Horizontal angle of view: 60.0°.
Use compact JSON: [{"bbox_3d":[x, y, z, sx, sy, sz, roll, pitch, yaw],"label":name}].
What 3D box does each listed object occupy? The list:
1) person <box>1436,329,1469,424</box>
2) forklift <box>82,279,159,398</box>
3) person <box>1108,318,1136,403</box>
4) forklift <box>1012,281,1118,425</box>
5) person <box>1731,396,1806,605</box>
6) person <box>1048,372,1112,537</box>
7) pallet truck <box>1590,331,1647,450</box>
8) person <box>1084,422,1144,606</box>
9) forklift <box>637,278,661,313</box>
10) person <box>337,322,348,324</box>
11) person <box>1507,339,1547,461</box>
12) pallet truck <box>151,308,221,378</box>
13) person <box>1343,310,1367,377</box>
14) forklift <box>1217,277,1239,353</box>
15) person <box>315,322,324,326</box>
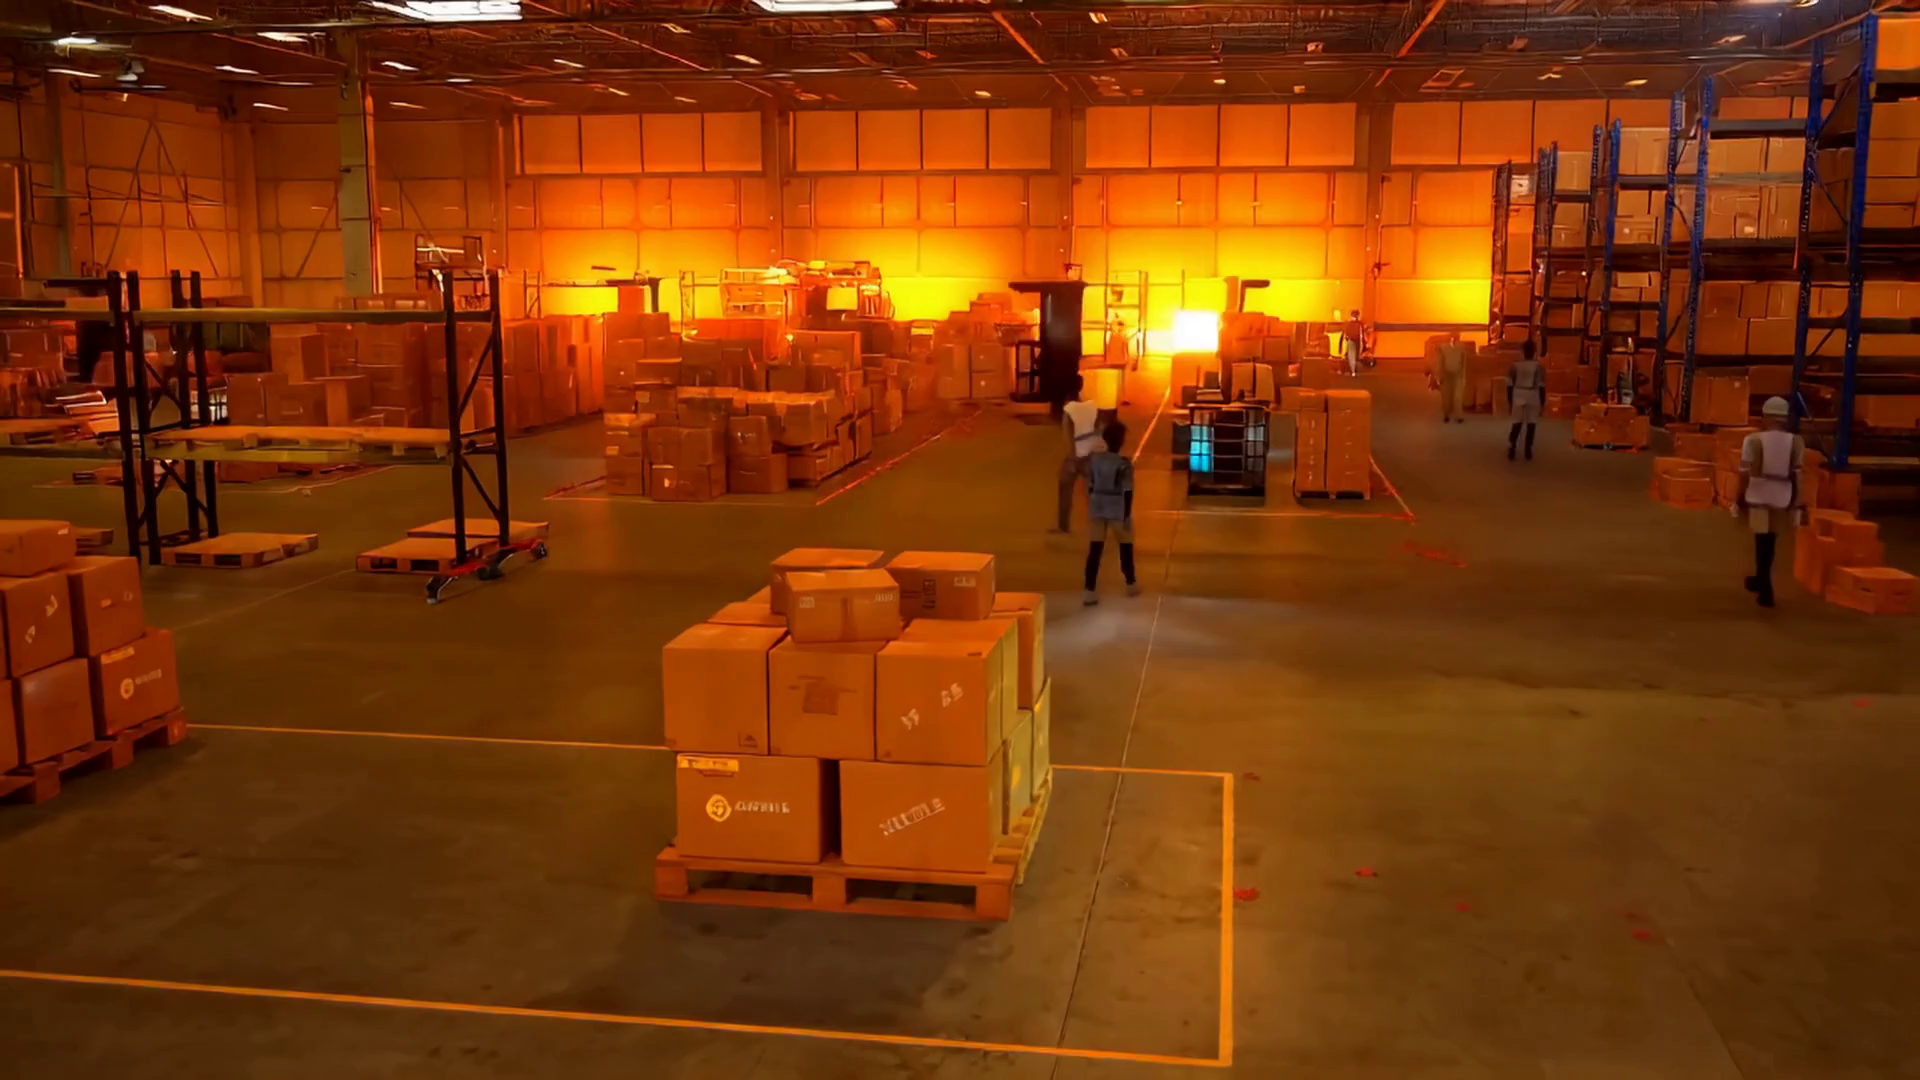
[{"bbox_3d":[9.781,-3.238,32.950,0.673,1.873,0.879,0,9,3],"label":"person"},{"bbox_3d":[-20.069,-4.732,39.101,1.873,2.768,1.129,1,9,9],"label":"forklift"},{"bbox_3d":[3.742,-4.131,38.319,0.641,1.937,1.057,5,10,27],"label":"person"},{"bbox_3d":[2.084,-3.700,32.732,1.873,2.768,1.129,-2,10,-15],"label":"forklift"},{"bbox_3d":[7.432,-0.379,15.322,0.563,1.885,0.987,2,9,10],"label":"person"},{"bbox_3d":[1.391,-0.962,18.902,0.805,1.894,0.598,9,13,43],"label":"person"},{"bbox_3d":[11.253,-2.573,28.499,0.823,1.965,1.885,5,10,27],"label":"pallet truck"},{"bbox_3d":[1.410,-0.253,15.216,0.551,1.659,0.843,6,11,33],"label":"person"},{"bbox_3d":[-8.439,-5.749,45.373,1.873,2.768,1.129,1,9,9],"label":"forklift"},{"bbox_3d":[-18.714,-6.176,50.898,0.636,1.939,0.364,1,9,9],"label":"person"},{"bbox_3d":[8.948,-2.201,26.330,0.603,1.951,0.640,6,11,32],"label":"person"},{"bbox_3d":[-21.869,-5.598,47.154,0.823,1.965,1.885,4,10,26],"label":"pallet truck"},{"bbox_3d":[11.326,-5.655,47.828,0.634,1.904,0.988,-1,9,-4],"label":"person"},{"bbox_3d":[7.894,-6.232,48.351,1.873,2.768,1.129,1,9,9],"label":"forklift"},{"bbox_3d":[-14.051,-3.850,36.686,0.646,1.890,1.003,-1,9,-5],"label":"person"}]
